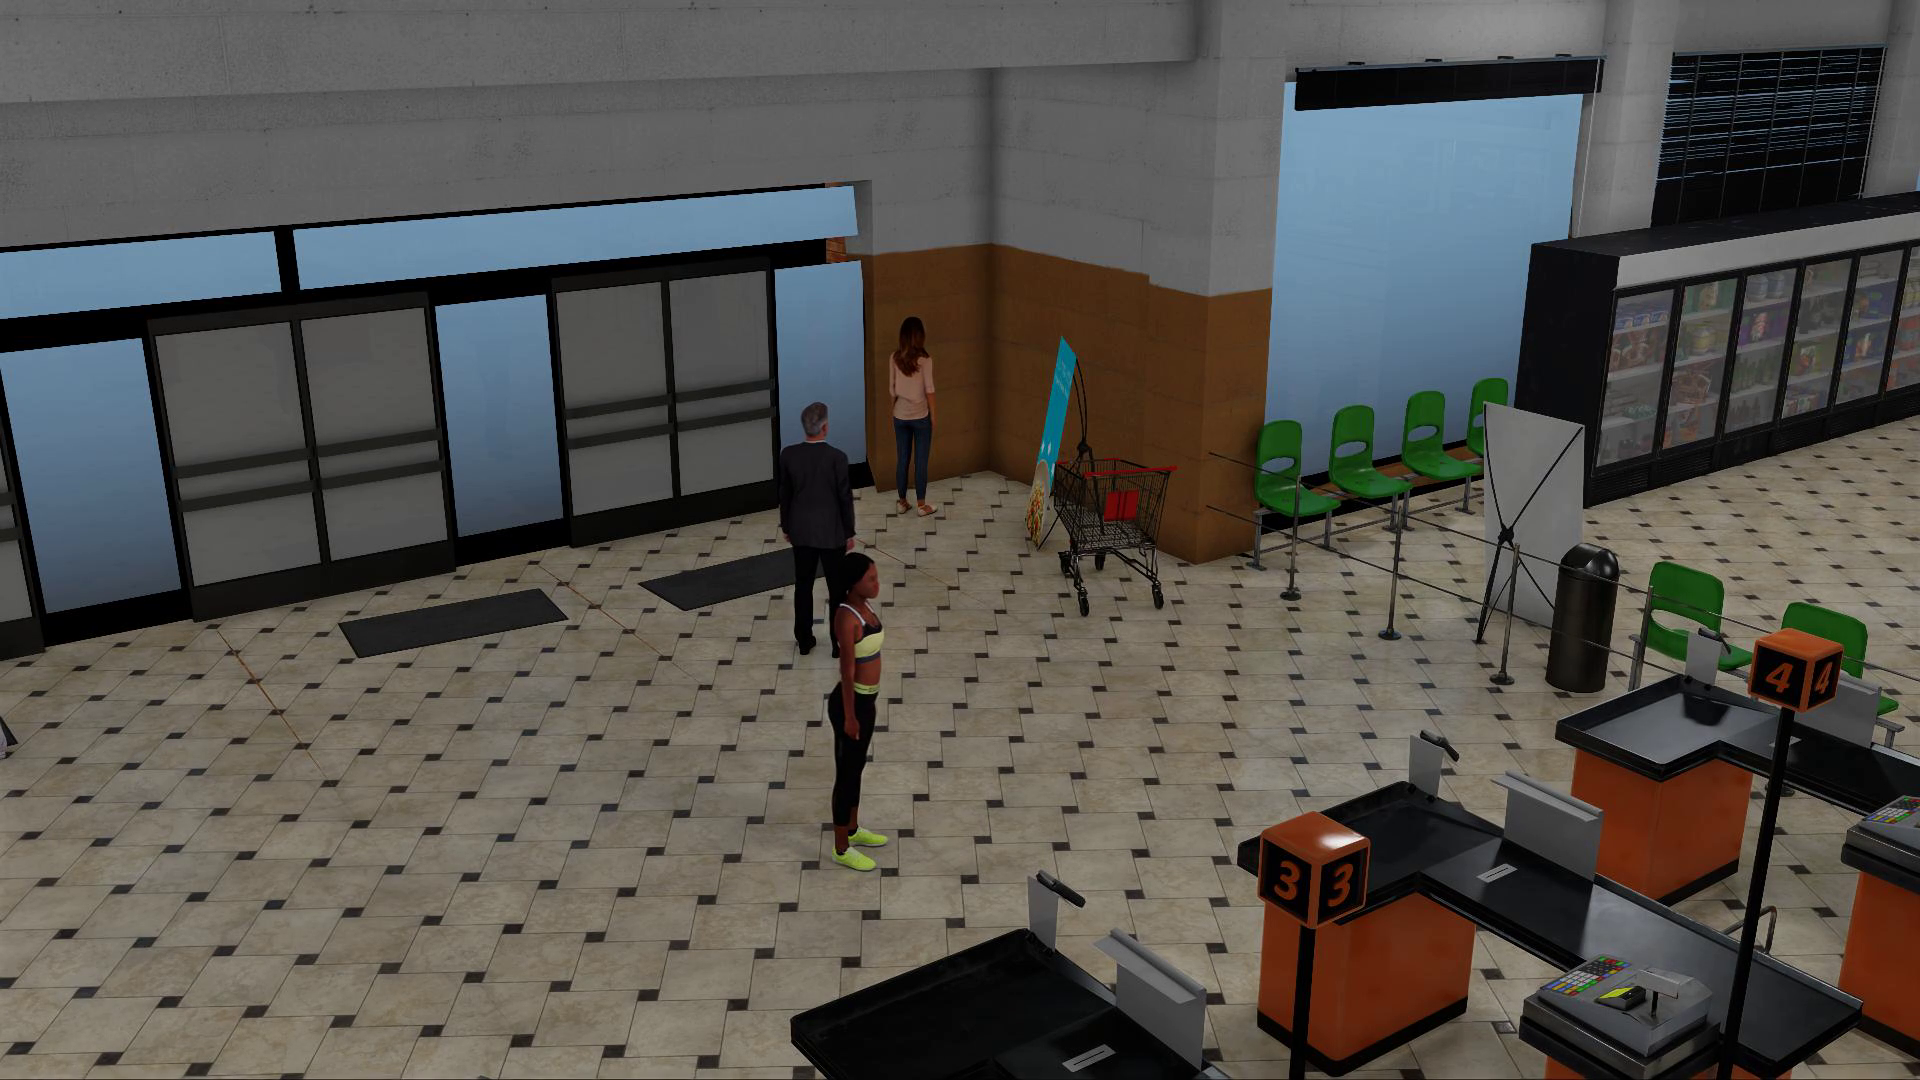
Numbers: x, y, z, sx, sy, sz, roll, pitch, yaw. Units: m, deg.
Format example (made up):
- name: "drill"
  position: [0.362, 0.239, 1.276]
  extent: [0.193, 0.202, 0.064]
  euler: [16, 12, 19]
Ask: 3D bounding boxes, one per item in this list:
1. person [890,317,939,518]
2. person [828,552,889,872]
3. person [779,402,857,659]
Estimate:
- name: "person"
  position: [-0.425, -1.098, 14.794]
  extent: [0.618, 1.792, 0.728]
  euler: [9, 20, 24]
- name: "person"
  position: [-0.575, 0.897, 8.936]
  extent: [0.685, 1.753, 0.636]
  euler: [5, 19, 13]
- name: "person"
  position: [-0.990, -0.074, 11.677]
  extent: [0.774, 1.842, 0.873]
  euler: [6, 20, 18]
